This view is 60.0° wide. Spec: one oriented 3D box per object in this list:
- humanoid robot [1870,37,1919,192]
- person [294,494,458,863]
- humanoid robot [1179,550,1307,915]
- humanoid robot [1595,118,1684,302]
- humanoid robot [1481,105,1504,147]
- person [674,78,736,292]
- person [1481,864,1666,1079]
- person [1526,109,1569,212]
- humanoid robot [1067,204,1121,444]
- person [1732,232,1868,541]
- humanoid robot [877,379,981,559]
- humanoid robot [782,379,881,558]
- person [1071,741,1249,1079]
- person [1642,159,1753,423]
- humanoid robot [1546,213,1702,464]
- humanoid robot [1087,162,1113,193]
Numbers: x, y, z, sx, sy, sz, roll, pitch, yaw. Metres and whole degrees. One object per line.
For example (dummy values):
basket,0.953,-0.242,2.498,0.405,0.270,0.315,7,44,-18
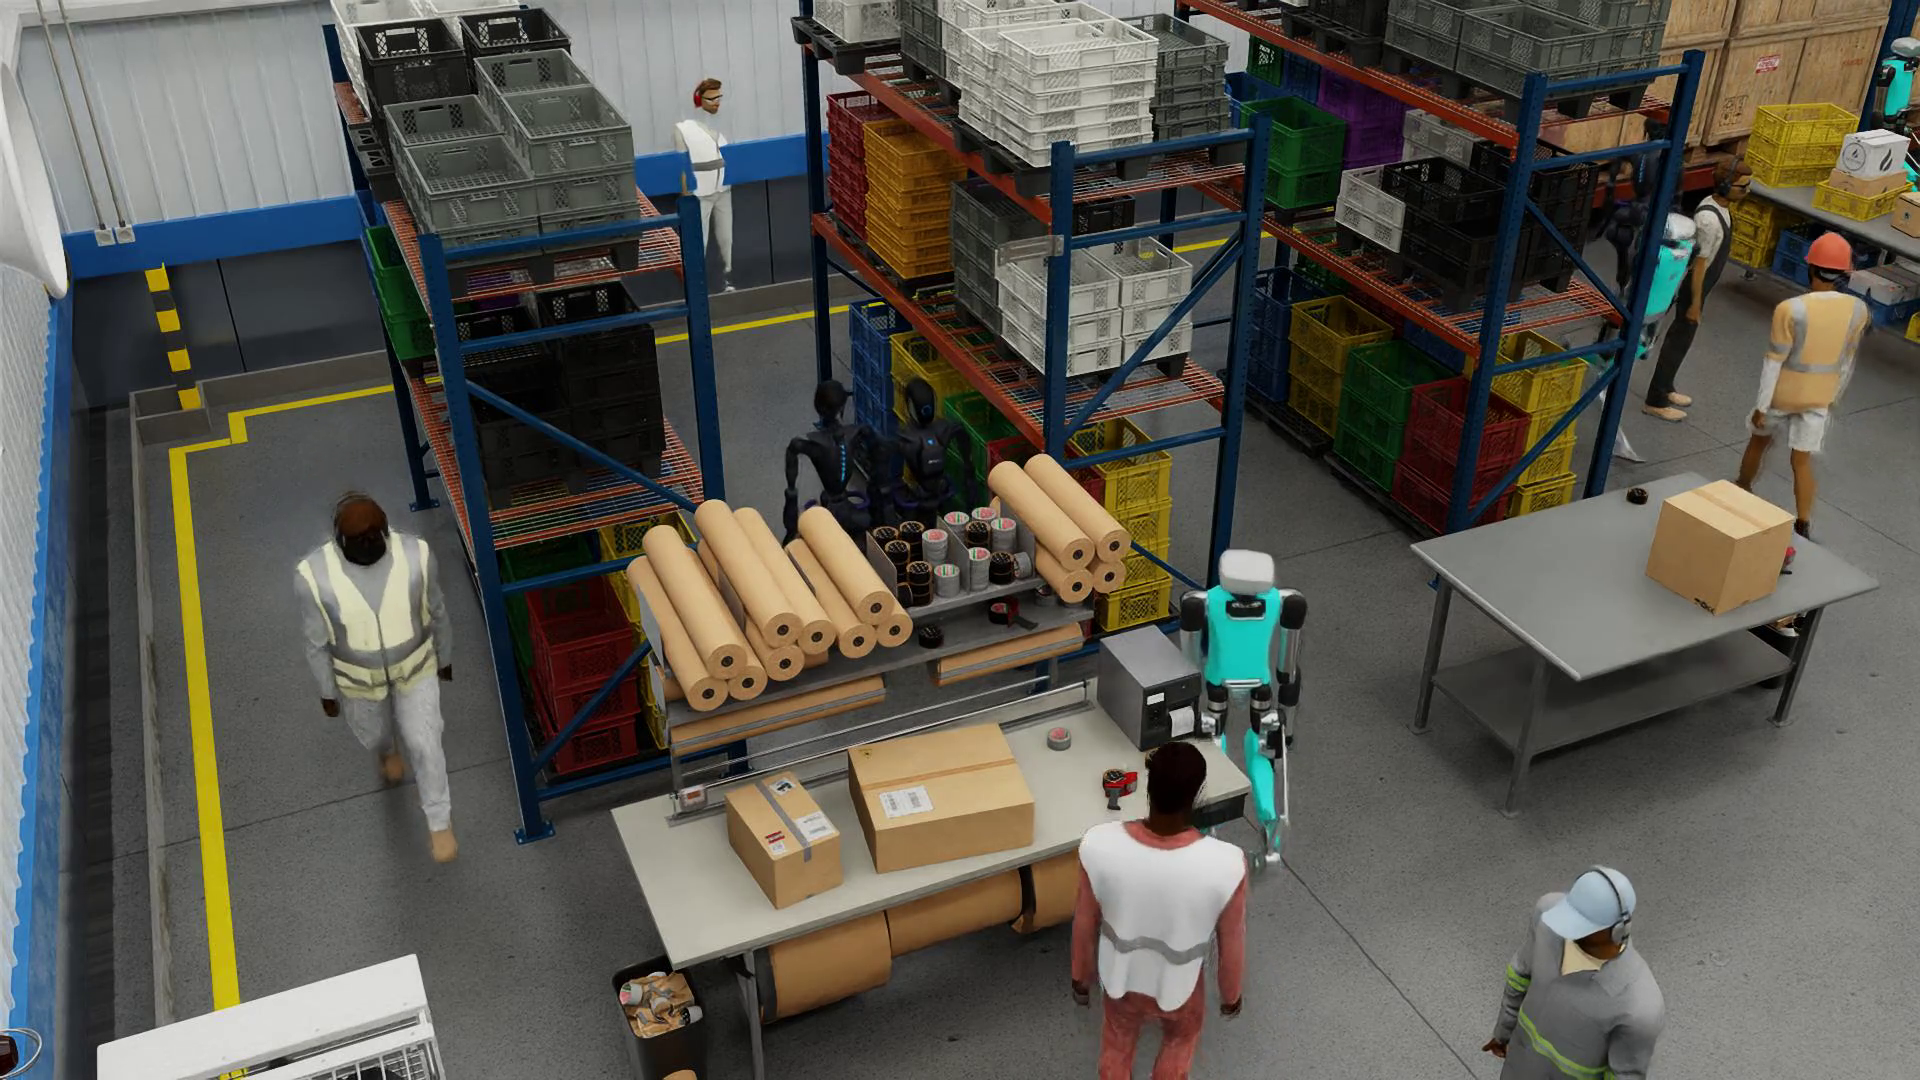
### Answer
humanoid robot,7.809,-3.241,13.706,0.533,1.677,0.735,-24,39,-33
person,-2.635,0.551,7.614,0.628,1.809,0.827,-11,33,-18
humanoid robot,1.185,0.973,7.040,0.537,1.836,0.748,-1,32,-1
humanoid robot,5.153,-2.409,12.589,0.609,1.617,0.810,21,37,30
humanoid robot,4.083,-2.531,12.760,0.675,1.636,0.588,-7,32,-11
person,-1.934,-2.666,12.809,0.390,1.836,0.563,26,40,36
person,1.972,1.791,5.553,0.384,1.851,0.588,-12,34,-18
person,4.699,-2.994,13.416,0.529,1.761,0.339,-27,40,-36
humanoid robot,0.791,-1.455,10.997,0.593,1.636,0.539,-17,35,-25
person,4.976,-0.841,9.799,0.547,1.894,0.909,1,32,2
humanoid robot,-0.144,-0.107,8.800,0.602,1.650,0.354,-13,34,-20
humanoid robot,-0.652,-0.049,8.721,0.589,1.646,0.392,-16,35,-24
person,0.696,1.544,5.925,0.634,1.884,0.483,9,33,14
person,4.963,-1.679,11.208,0.338,1.839,0.503,14,34,22
humanoid robot,4.185,-1.353,10.793,0.530,1.750,0.900,-18,36,-27
humanoid robot,0.754,-2.267,12.261,0.558,1.733,1.057,-9,33,-14
